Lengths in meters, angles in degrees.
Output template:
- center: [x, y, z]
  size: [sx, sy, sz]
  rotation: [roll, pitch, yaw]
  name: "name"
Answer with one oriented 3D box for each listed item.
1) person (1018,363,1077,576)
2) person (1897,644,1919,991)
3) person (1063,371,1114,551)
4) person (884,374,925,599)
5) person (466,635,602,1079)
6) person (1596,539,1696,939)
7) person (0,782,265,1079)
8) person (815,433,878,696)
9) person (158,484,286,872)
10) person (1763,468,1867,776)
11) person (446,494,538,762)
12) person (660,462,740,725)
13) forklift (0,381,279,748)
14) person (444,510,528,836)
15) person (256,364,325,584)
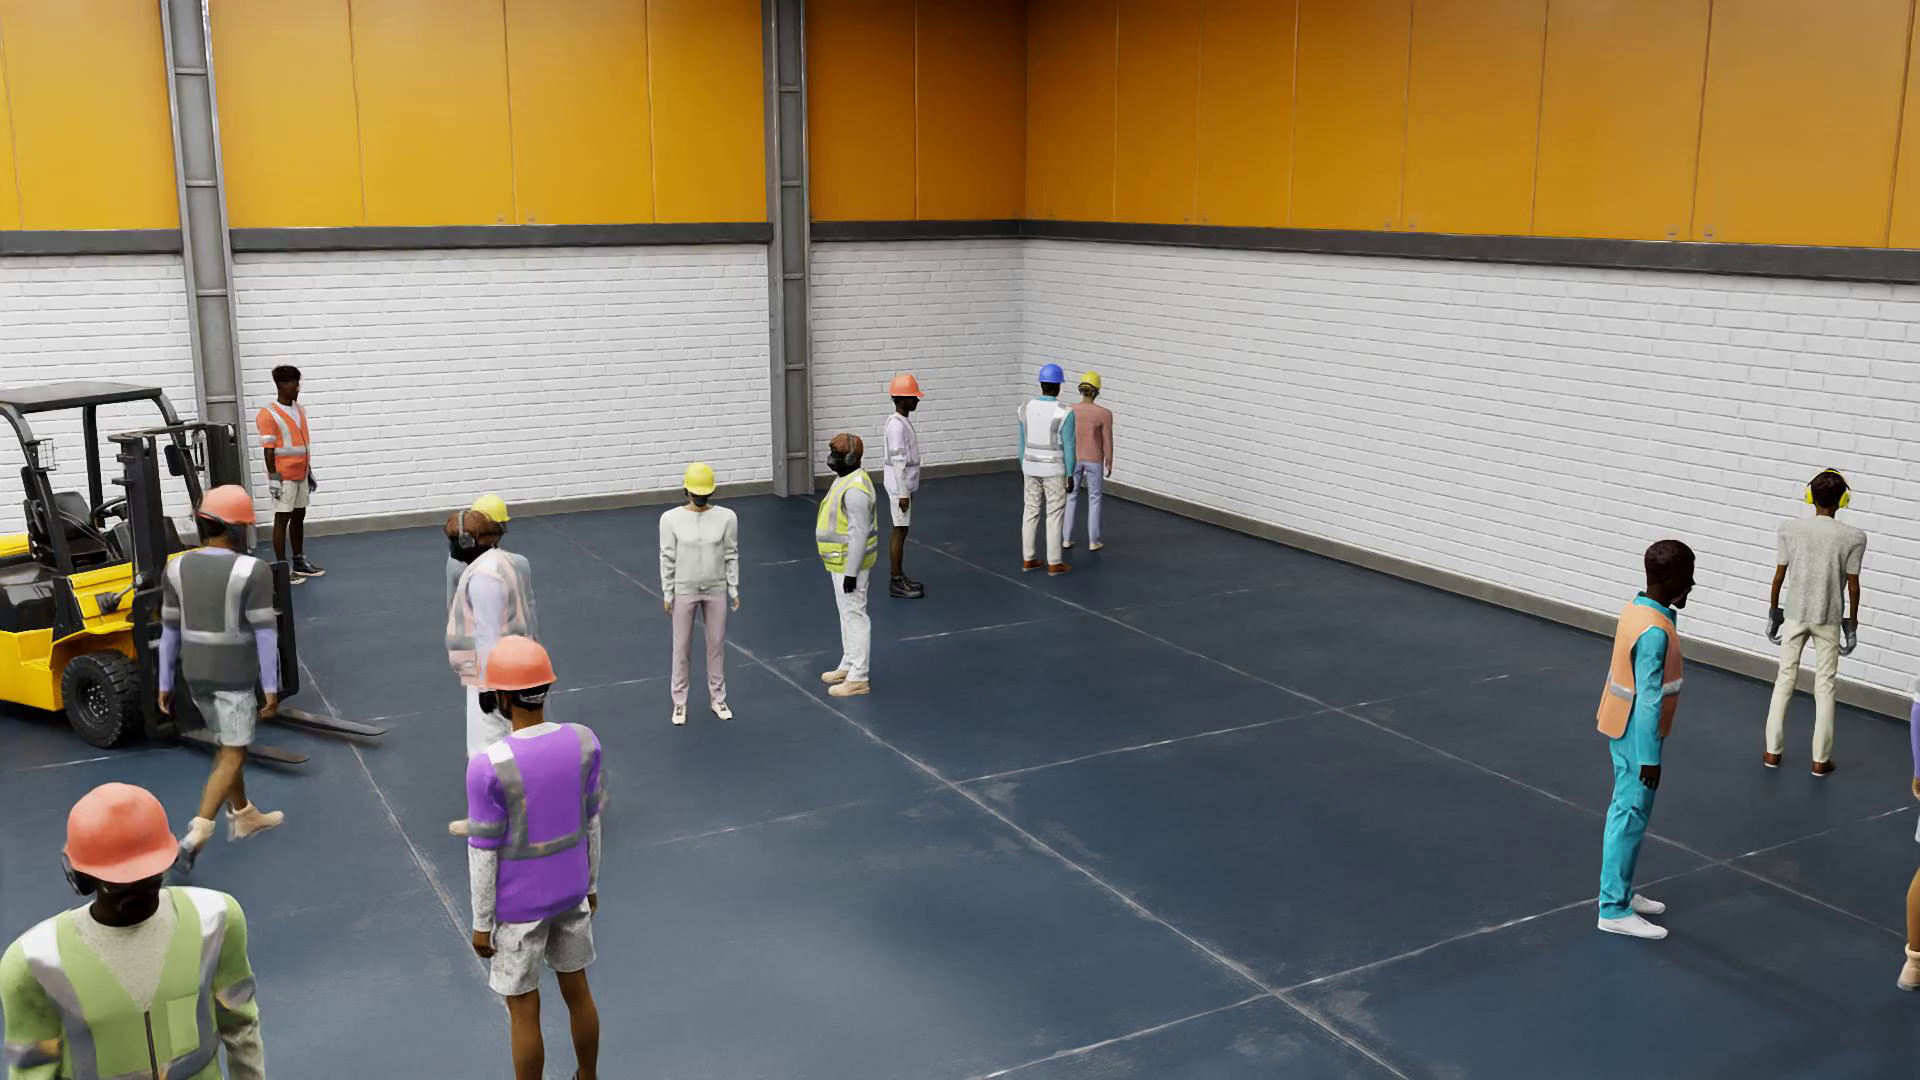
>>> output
- center: [0.805, -0.643, 15.229]
  size: [0.601, 1.939, 0.412]
  rotation: [8, 14, 33]
  name: "person"
- center: [4.381, 1.031, 7.149]
  size: [0.403, 2.033, 0.607]
  rotation: [-3, 12, -15]
  name: "person"
- center: [1.243, -0.766, 16.240]
  size: [0.531, 1.754, 0.342]
  rotation: [4, 13, 18]
  name: "person"
- center: [-0.479, -0.466, 14.392]
  size: [0.359, 1.938, 0.545]
  rotation: [0, 12, -1]
  name: "person"
- center: [-1.576, 1.297, 6.151]
  size: [0.389, 1.930, 0.544]
  rotation: [10, 16, 40]
  name: "person"
- center: [3.236, 0.931, 7.915]
  size: [0.397, 1.911, 0.587]
  rotation: [4, 13, 18]
  name: "person"
- center: [-2.148, 1.608, 4.438]
  size: [0.611, 2.036, 0.390]
  rotation: [-10, 16, -40]
  name: "person"
- center: [-0.795, 0.163, 11.660]
  size: [0.429, 1.846, 0.629]
  rotation: [-2, 12, -11]
  name: "person"
- center: [-3.907, 0.725, 8.680]
  size: [0.653, 2.003, 0.906]
  rotation: [3, 12, 13]
  name: "person"
- center: [5.170, 0.494, 10.087]
  size: [0.508, 1.861, 0.328]
  rotation: [9, 15, 36]
  name: "person"
- center: [-2.727, 0.605, 9.778]
  size: [0.533, 1.766, 0.317]
  rotation: [2, 12, 8]
  name: "person"
- center: [-1.711, 0.348, 10.998]
  size: [0.526, 1.760, 0.339]
  rotation: [-4, 13, -17]
  name: "person"
- center: [-5.853, 0.085, 11.199]
  size: [2.313, 2.155, 1.214]
  rotation: [7, 14, 28]
  name: "forklift"
- center: [-2.485, 0.732, 9.100]
  size: [0.646, 1.806, 0.699]
  rotation: [-3, 12, -12]
  name: "person"
- center: [-6.021, -0.602, 14.958]
  size: [0.366, 1.966, 0.603]
  rotation: [3, 12, 12]
  name: "person"
